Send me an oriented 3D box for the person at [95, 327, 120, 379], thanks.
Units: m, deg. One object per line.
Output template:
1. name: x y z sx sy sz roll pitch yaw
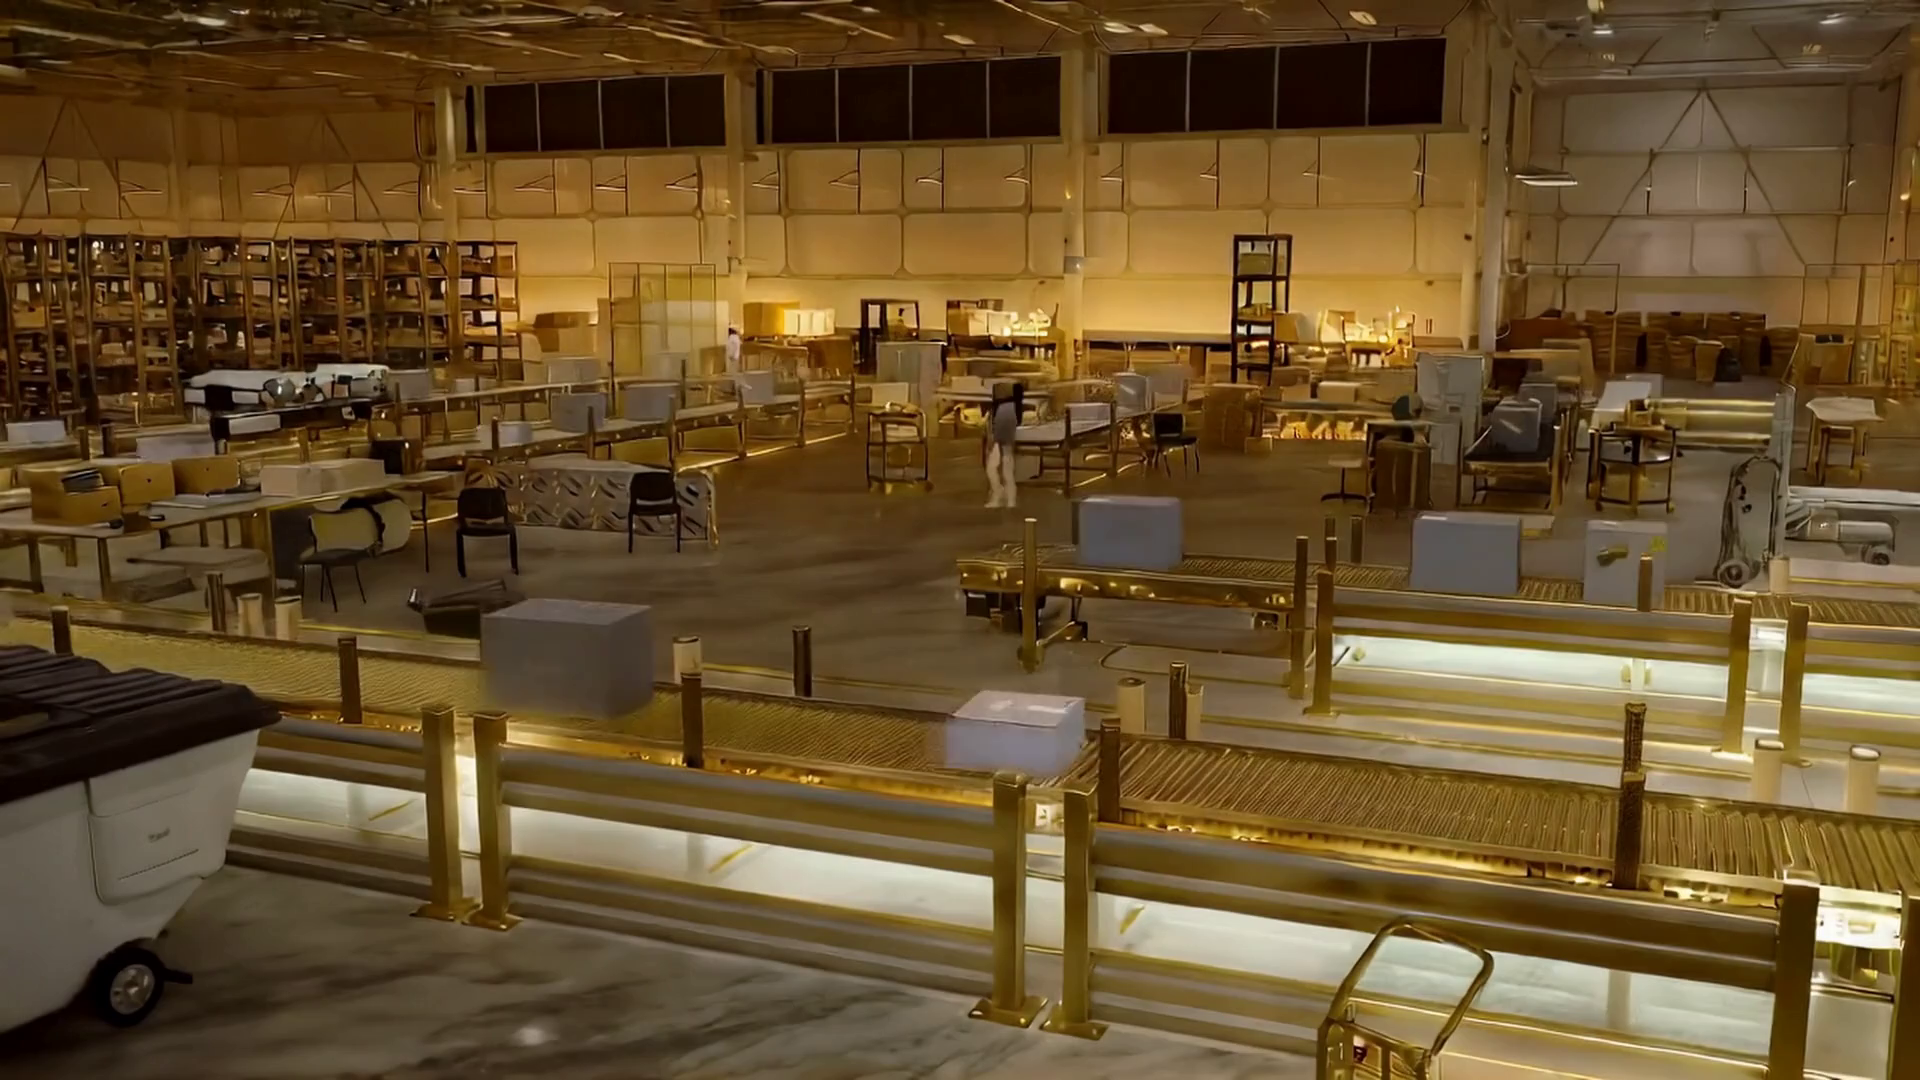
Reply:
1. person: -19.650 -4.184 38.322 0.582 1.817 0.790 4 10 23

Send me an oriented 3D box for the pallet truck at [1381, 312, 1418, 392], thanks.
1. pallet truck: 10.207 -4.283 38.369 0.823 1.965 1.885 3 10 20

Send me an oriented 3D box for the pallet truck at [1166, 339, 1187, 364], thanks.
1. pallet truck: 5.418 -4.269 40.420 0.704 1.261 1.522 3 10 20

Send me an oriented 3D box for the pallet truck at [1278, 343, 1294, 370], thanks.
1. pallet truck: 7.886 -4.163 39.743 0.653 1.274 1.630 4 10 22

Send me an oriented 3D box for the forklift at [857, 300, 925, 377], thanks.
1. forklift: -1.732 -5.109 42.468 1.157 1.987 2.680 4 10 22

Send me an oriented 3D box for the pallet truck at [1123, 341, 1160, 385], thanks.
1. pallet truck: 4.445 -4.380 41.279 0.680 1.201 1.601 4 10 22

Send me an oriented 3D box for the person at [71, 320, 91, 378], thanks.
1. person: -19.323 -3.942 36.468 0.481 1.943 0.776 0 9 -3

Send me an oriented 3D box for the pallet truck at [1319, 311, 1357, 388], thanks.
1. pallet truck: 9.071 -4.419 39.190 0.823 1.965 1.885 5 10 26

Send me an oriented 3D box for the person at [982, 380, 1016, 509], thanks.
1. person: 0.473 -1.180 20.698 0.538 1.614 0.540 3 10 15

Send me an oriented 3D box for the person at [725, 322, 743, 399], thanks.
1. person: -5.108 -4.059 37.706 0.523 1.769 0.320 8 12 40

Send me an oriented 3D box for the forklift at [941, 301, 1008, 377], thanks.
1. forklift: 0.365 -4.966 41.571 1.157 1.987 2.680 3 10 20
